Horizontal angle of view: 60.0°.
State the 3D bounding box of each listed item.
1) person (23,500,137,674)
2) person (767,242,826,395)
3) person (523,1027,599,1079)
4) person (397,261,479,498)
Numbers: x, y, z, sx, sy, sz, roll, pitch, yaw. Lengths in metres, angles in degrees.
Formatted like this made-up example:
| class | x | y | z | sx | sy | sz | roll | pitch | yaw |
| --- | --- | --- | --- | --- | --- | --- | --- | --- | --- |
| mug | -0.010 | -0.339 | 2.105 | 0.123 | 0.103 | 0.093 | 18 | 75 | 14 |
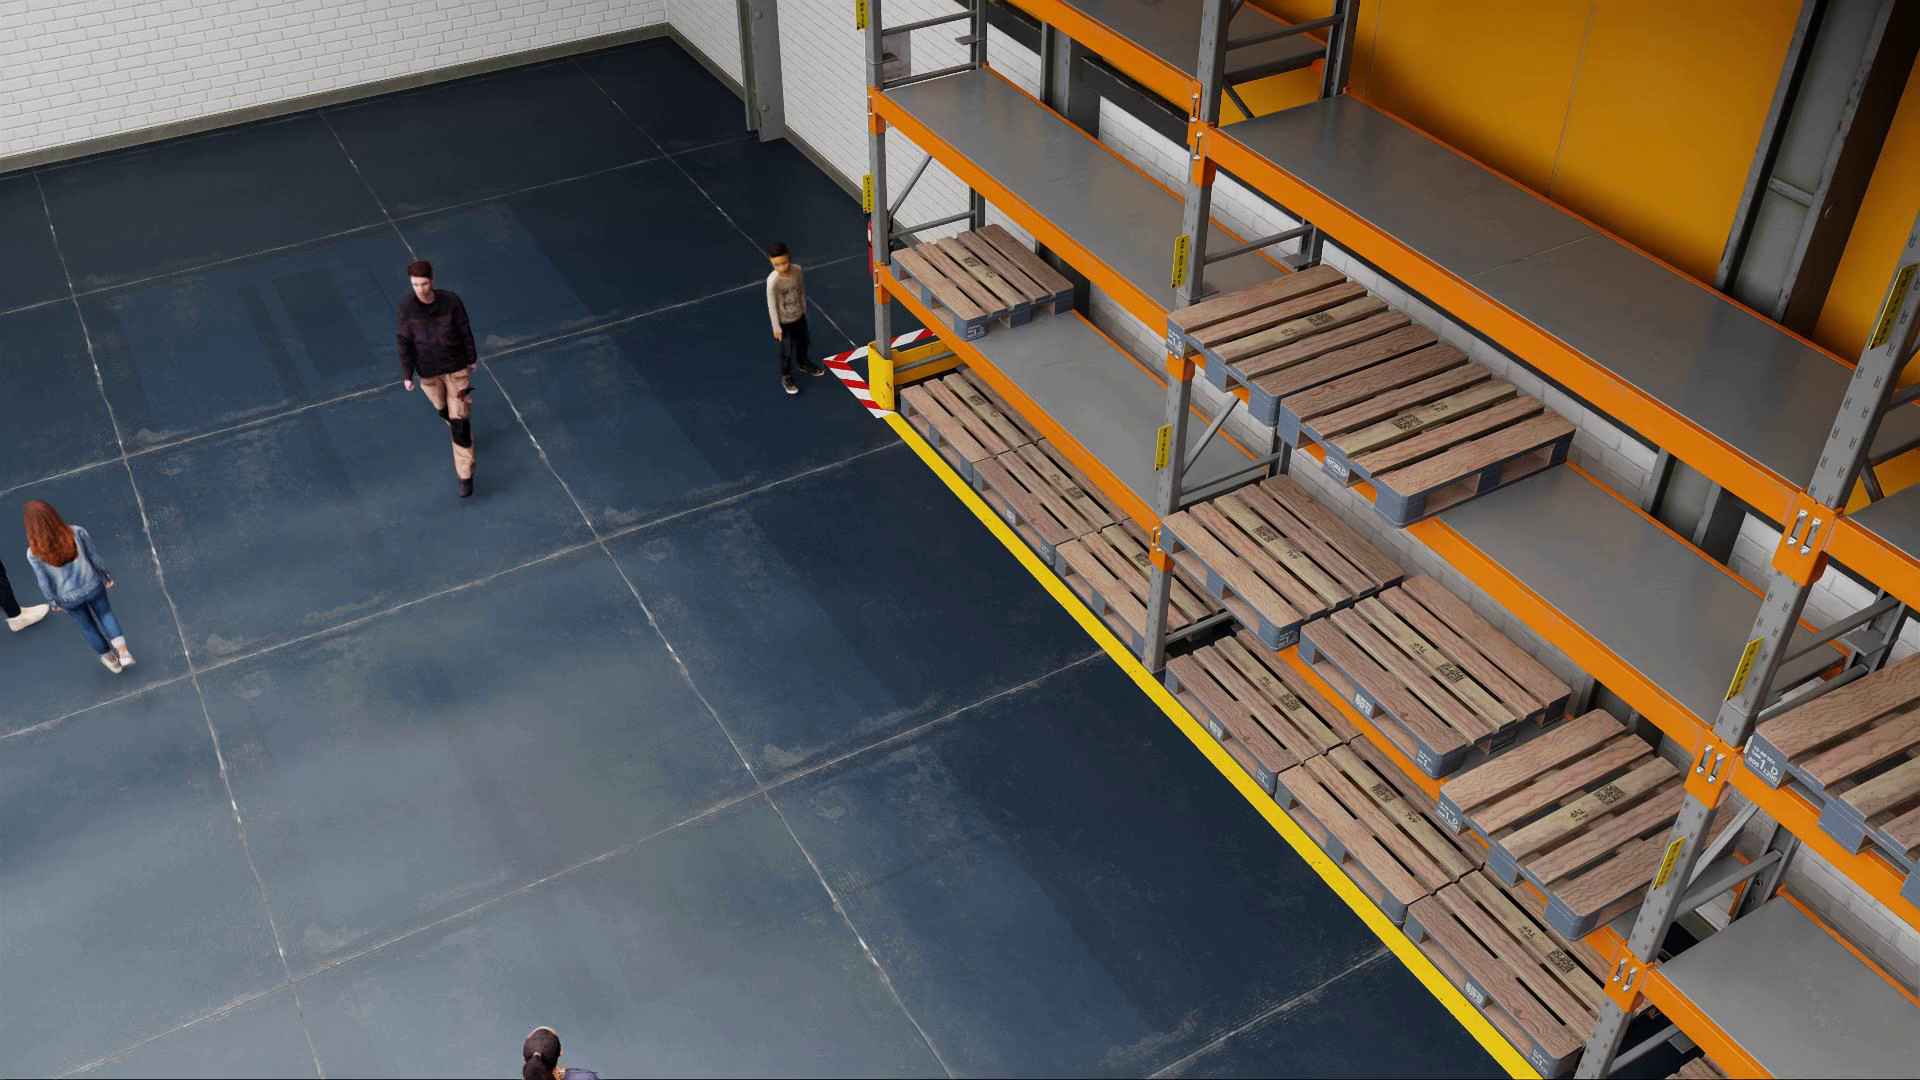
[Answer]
| class | x | y | z | sx | sy | sz | roll | pitch | yaw |
| --- | --- | --- | --- | --- | --- | --- | --- | --- | --- |
| person | -5.902 | 0.374 | 11.187 | 0.656 | 1.466 | 0.707 | -27 | 46 | -30 |
| person | -1.460 | -1.901 | 14.054 | 0.652 | 1.442 | 0.759 | 18 | 42 | 21 |
| person | -1.863 | 2.941 | 7.855 | 0.828 | 1.613 | 1.086 | -7 | 39 | -9 |
| person | -4.048 | -1.368 | 13.041 | 1.022 | 1.874 | 1.358 | -5 | 39 | -7 |
